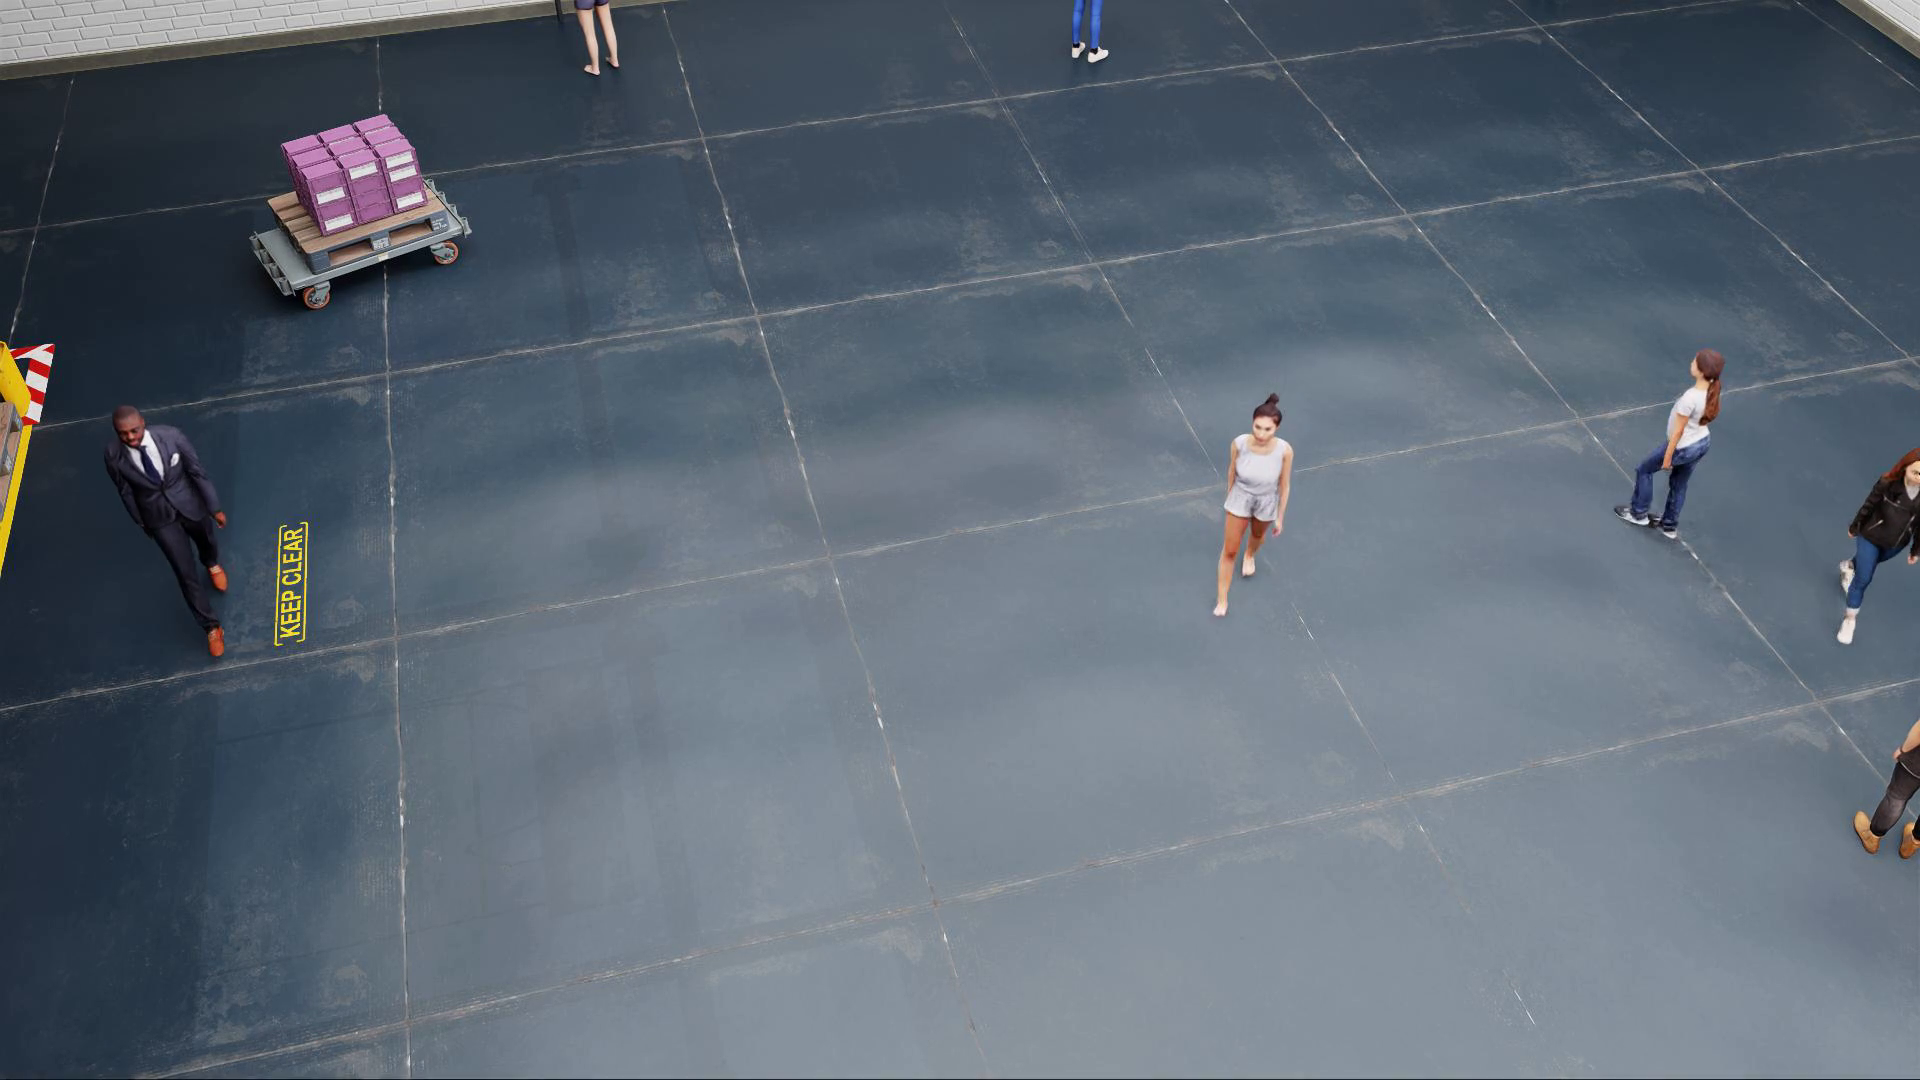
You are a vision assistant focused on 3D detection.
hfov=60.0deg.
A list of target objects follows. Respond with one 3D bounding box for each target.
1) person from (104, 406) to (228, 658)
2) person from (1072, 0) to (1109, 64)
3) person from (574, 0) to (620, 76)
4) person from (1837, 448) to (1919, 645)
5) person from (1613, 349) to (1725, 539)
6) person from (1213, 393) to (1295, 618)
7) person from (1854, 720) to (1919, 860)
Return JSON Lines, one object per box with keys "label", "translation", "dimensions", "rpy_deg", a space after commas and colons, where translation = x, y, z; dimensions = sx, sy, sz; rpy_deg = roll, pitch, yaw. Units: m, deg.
{"label": "person", "translation": [-5.130, -0.216, 10.885], "dimensions": [0.926, 1.790, 1.270], "rpy_deg": [-22, 48, -21]}
{"label": "person", "translation": [1.293, -5.651, 16.605], "dimensions": [0.697, 1.770, 0.779], "rpy_deg": [26, 49, 25]}
{"label": "person", "translation": [-3.646, -5.415, 16.444], "dimensions": [0.673, 1.650, 0.677], "rpy_deg": [-32, 52, -29]}
{"label": "person", "translation": [6.096, -0.076, 10.985], "dimensions": [0.858, 1.449, 1.064], "rpy_deg": [8, 44, 9]}
{"label": "person", "translation": [5.059, -0.624, 11.493], "dimensions": [0.625, 1.542, 0.728], "rpy_deg": [-23, 48, -22]}
{"label": "person", "translation": [1.992, -0.315, 11.146], "dimensions": [0.858, 1.573, 1.076], "rpy_deg": [8, 44, 8]}
{"label": "person", "translation": [5.586, 1.211, 9.439], "dimensions": [0.709, 1.718, 0.726], "rpy_deg": [12, 45, 12]}
